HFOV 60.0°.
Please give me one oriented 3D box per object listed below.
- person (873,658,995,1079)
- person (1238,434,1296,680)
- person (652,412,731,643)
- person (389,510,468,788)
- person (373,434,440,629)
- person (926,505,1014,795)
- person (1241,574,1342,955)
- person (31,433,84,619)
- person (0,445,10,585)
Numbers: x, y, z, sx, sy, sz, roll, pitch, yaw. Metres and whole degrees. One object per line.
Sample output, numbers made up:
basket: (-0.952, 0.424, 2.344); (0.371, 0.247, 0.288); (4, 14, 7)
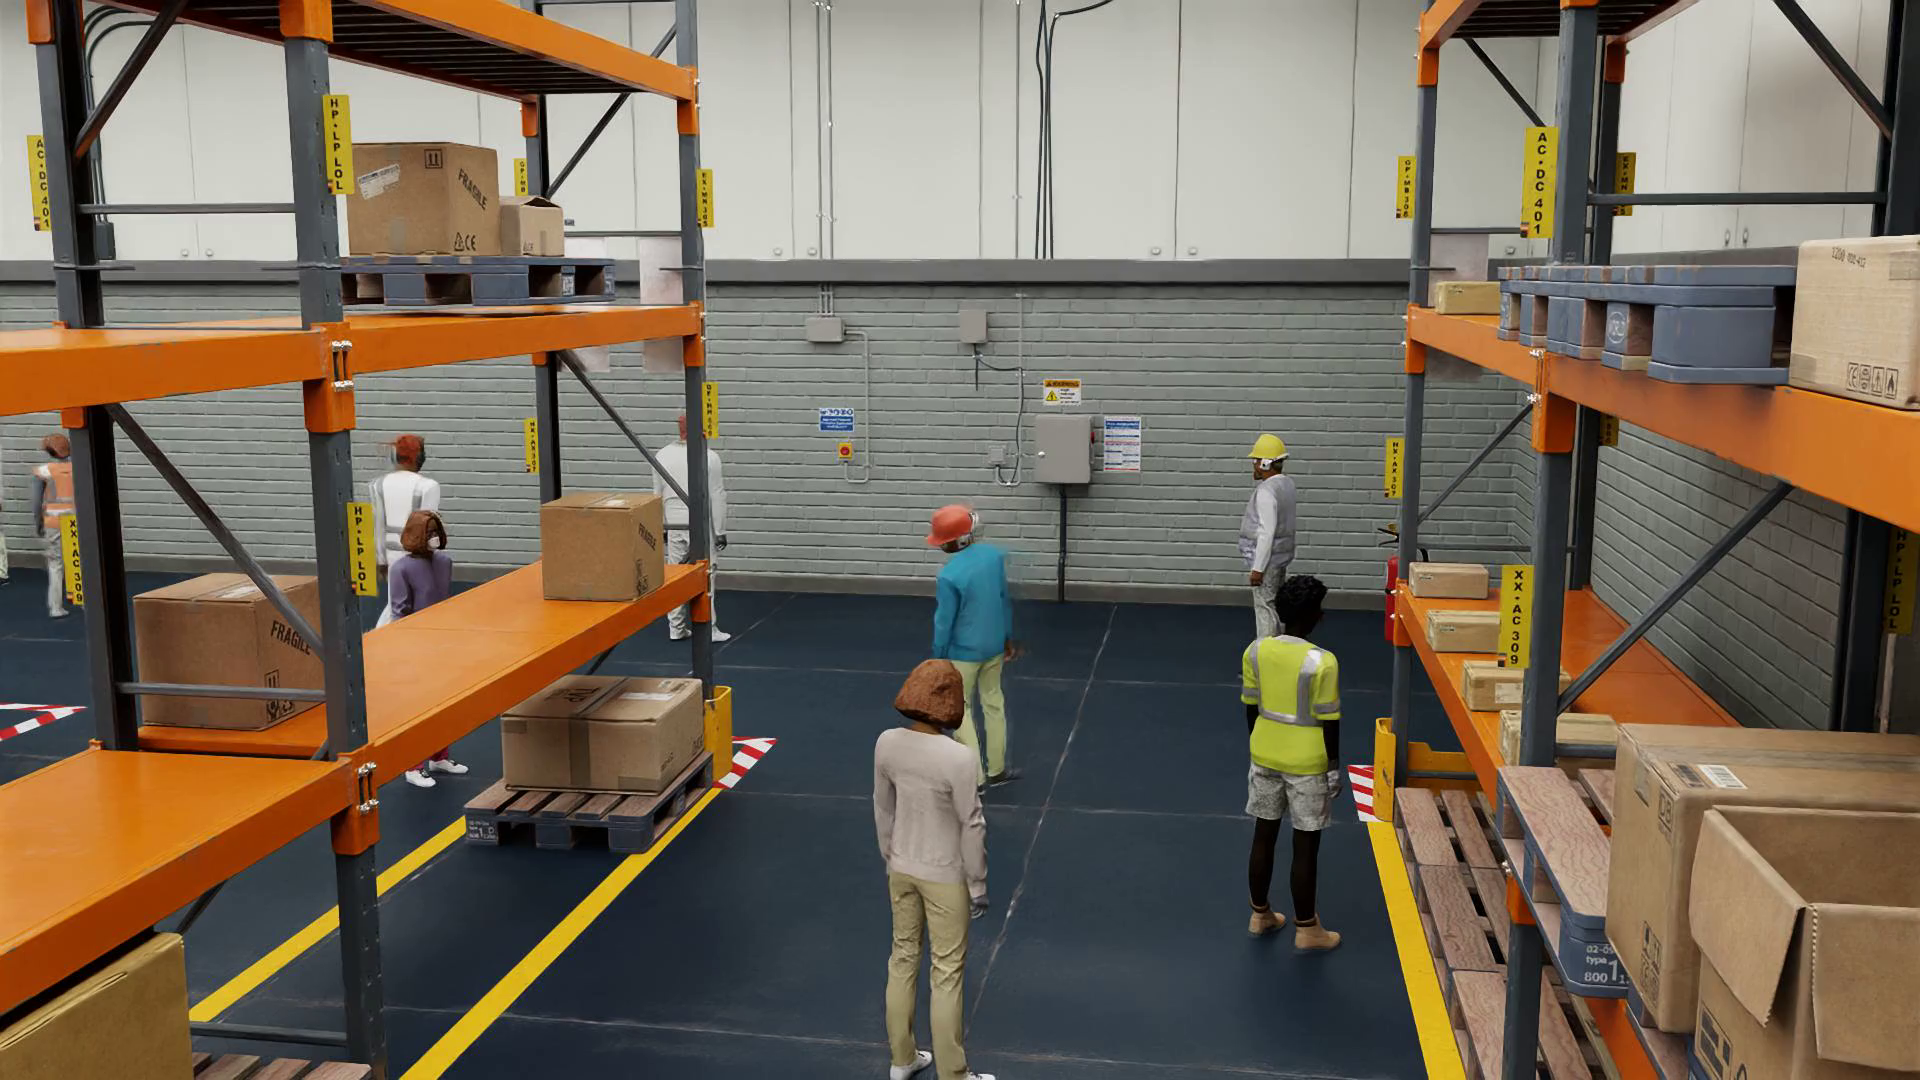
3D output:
person: (-0.100, 1.237, 6.120); (0.497, 1.633, 0.279); (8, 12, 40)
person: (2.268, 0.133, 12.314); (0.404, 1.832, 0.600); (4, 10, 25)
person: (-2.169, -0.105, 13.567); (0.646, 1.904, 0.401); (4, 10, 24)
person: (-3.154, 0.630, 9.862); (0.276, 1.633, 0.507); (4, 10, 21)
person: (-4.086, 0.143, 12.231); (0.581, 1.853, 0.899); (3, 10, 19)
person: (0.089, 0.624, 9.698); (0.335, 1.704, 0.672); (8, 12, 40)
person: (1.489, 0.994, 7.439); (0.321, 1.692, 0.529); (-7, 12, -38)
person: (-7.808, -0.127, 14.562); (0.335, 1.620, 0.534); (9, 13, 44)
person: (-9.443, -0.414, 15.979); (0.573, 1.739, 0.349); (3, 10, 20)
